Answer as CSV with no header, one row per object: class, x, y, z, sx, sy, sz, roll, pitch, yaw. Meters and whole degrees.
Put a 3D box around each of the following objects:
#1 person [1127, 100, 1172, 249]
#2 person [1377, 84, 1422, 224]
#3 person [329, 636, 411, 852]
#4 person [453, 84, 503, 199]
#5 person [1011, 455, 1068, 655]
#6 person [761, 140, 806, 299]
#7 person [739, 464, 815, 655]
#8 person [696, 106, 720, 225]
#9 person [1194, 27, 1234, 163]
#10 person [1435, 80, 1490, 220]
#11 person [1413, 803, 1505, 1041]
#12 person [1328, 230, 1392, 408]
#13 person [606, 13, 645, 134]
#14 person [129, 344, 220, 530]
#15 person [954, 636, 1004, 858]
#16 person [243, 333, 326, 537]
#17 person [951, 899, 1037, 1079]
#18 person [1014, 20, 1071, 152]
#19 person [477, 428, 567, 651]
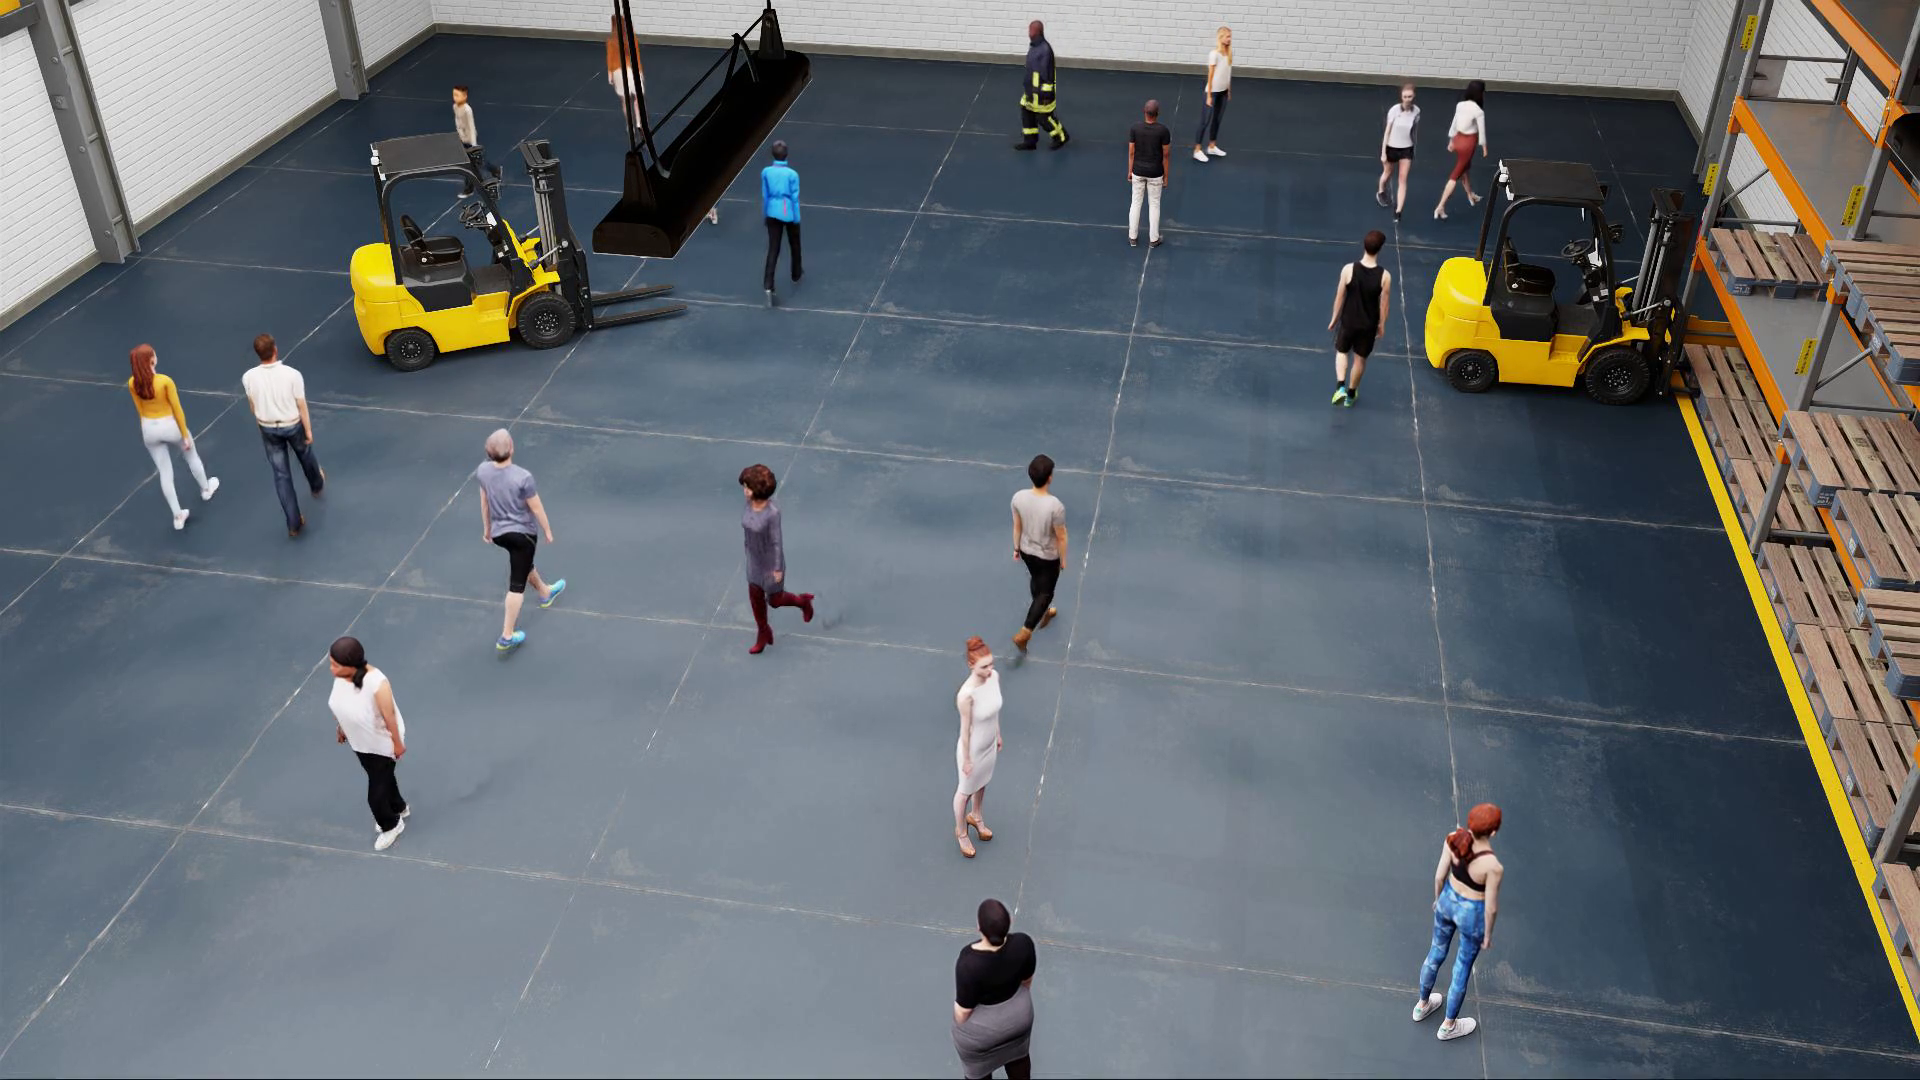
person,2.252,-4.395,19.960,0.678,1.805,0.613,9,35,13
person,5.467,-4.885,20.790,0.683,1.702,1.191,0,34,-1
person,-4.003,1.326,11.468,0.814,1.678,0.847,24,40,31
person,-6.281,-5.157,21.433,0.804,1.443,0.971,25,41,32
person,0.596,0.128,13.255,0.872,1.695,1.134,19,38,26
person,-2.040,-3.590,18.788,0.682,1.762,1.164,7,34,11
person,-1.481,0.149,13.224,0.860,1.694,0.972,28,43,36
person,-3.116,-4.618,20.601,0.720,1.466,0.765,-15,36,-21
person,3.433,-6.011,22.393,0.677,1.802,0.750,-24,41,-32
person,6.194,-4.802,20.657,1.057,1.711,1.092,-14,36,-20
person,3.003,2.264,9.961,0.727,1.784,0.669,-23,40,-30
person,3.933,-2.124,16.475,0.751,1.880,0.840,9,35,13
person,-4.623,-6.439,23.121,0.781,1.710,0.828,-9,35,-14
person,-7.084,-0.881,14.750,0.774,1.721,1.032,-4,34,-6
person,0.118,1.398,11.257,0.706,1.793,0.576,22,40,30
person,-6.009,-0.900,14.703,0.982,1.803,1.309,-7,34,-10
person,0.198,2.691,9.341,0.777,1.759,0.818,-16,37,-23
person,1.148,-6.179,22.632,1.113,1.819,1.104,-12,36,-18
person,-3.592,0.020,13.283,0.879,1.843,1.301,13,36,19
